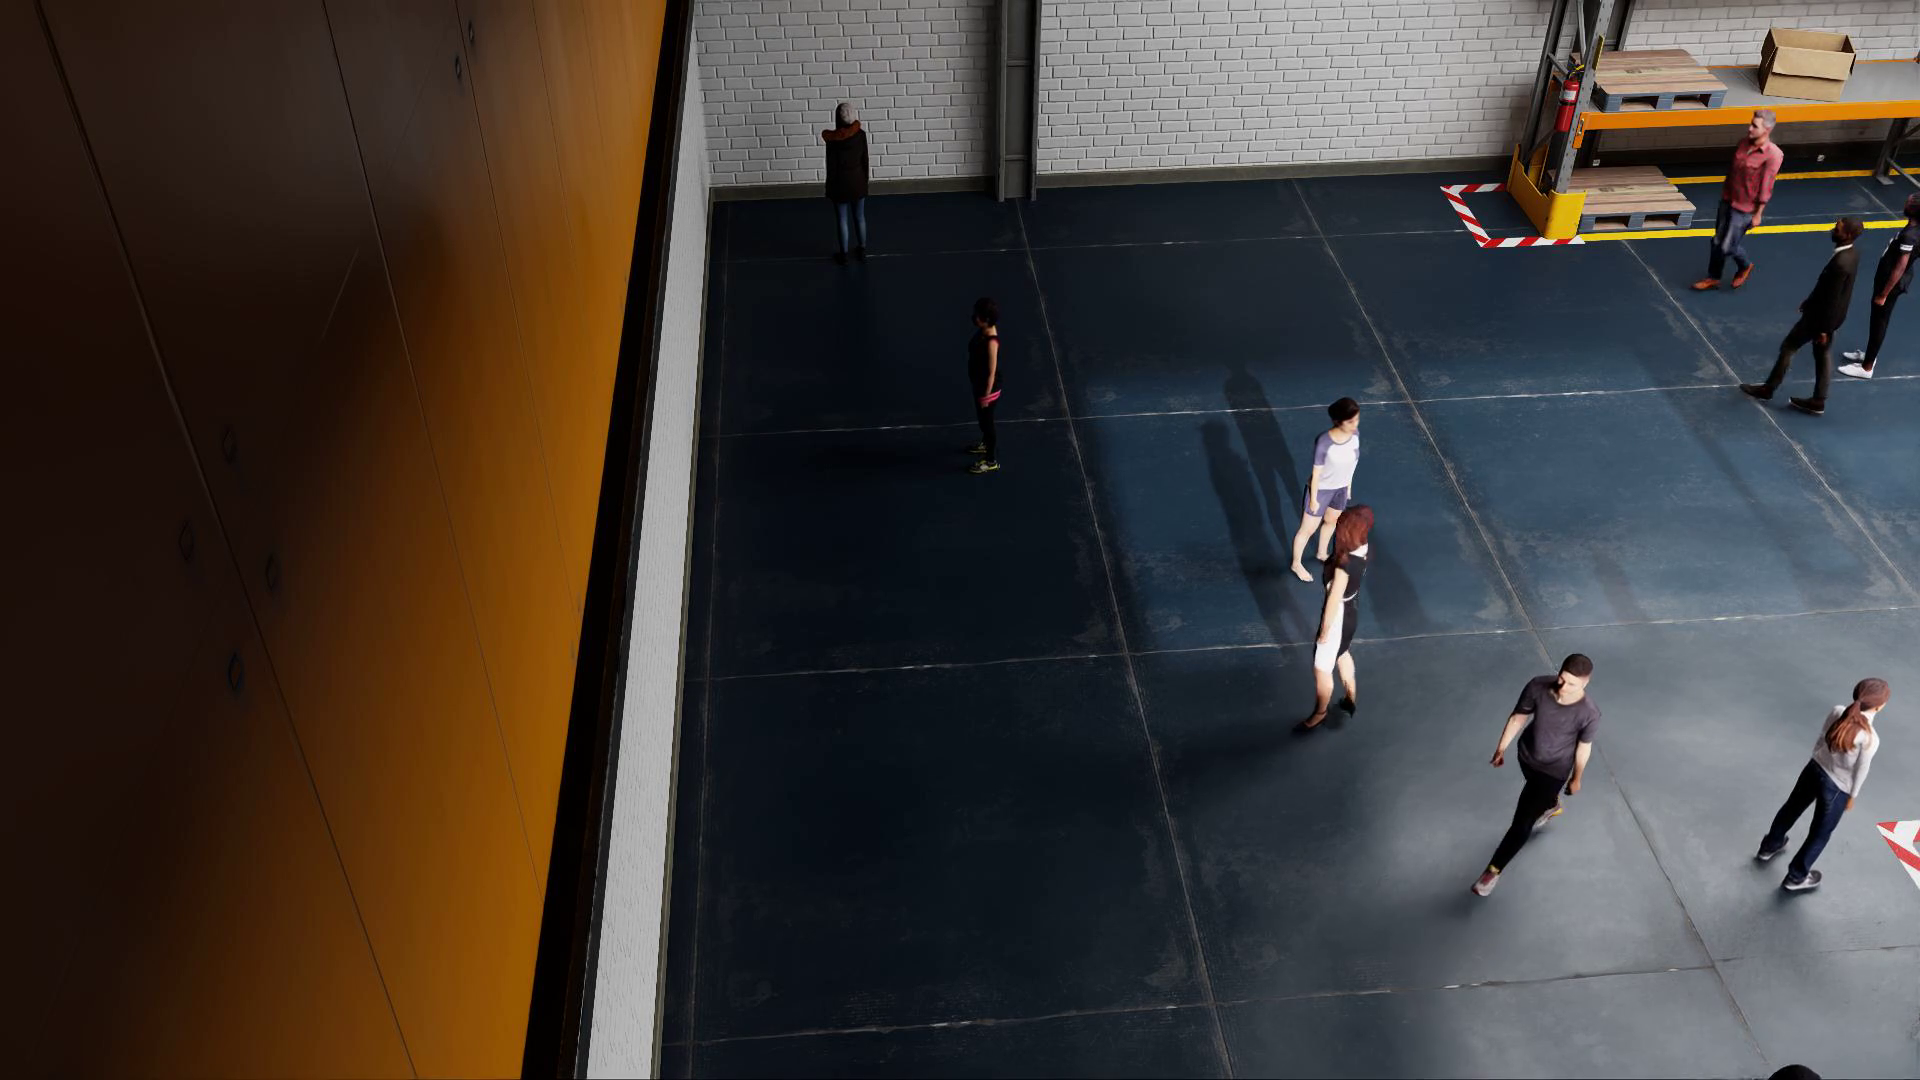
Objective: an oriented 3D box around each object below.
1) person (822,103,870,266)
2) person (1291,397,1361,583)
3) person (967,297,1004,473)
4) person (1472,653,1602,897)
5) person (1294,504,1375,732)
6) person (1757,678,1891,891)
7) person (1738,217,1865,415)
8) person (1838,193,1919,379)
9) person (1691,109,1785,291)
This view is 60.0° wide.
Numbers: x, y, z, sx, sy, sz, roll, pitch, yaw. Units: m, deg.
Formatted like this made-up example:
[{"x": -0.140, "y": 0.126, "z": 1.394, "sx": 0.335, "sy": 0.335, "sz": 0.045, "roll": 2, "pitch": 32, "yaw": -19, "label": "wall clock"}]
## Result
[{"x": -1.079, "y": -3.425, "z": 15.952, "sx": 0.675, "sy": 1.634, "sz": 0.782, "roll": -18, "pitch": 42, "yaw": -21, "label": "person"}, {"x": 2.705, "y": -0.399, "z": 12.221, "sx": 0.603, "sy": 1.562, "sz": 0.705, "roll": -22, "pitch": 43, "yaw": -25, "label": "person"}, {"x": 0.216, "y": -1.266, "z": 13.314, "sx": 0.512, "sy": 1.554, "sz": 0.543, "roll": -4, "pitch": 39, "yaw": -5, "label": "person"}, {"x": 3.550, "y": 1.299, "z": 9.976, "sx": 1.294, "sy": 1.711, "sz": 1.138, "roll": -28, "pitch": 46, "yaw": -30, "label": "person"}, {"x": 2.443, "y": 0.576, "z": 10.832, "sx": 0.783, "sy": 1.774, "sz": 0.751, "roll": 11, "pitch": 40, "yaw": 13, "label": "person"}, {"x": 5.180, "y": 1.433, "z": 9.938, "sx": 0.599, "sy": 1.549, "sz": 0.612, "roll": -12, "pitch": 40, "yaw": -15, "label": "person"}, {"x": 7.285, "y": -1.827, "z": 13.838, "sx": 1.051, "sy": 1.776, "sz": 0.981, "roll": 27, "pitch": 46, "yaw": 30, "label": "person"}, {"x": 8.034, "y": -2.206, "z": 14.349, "sx": 0.747, "sy": 1.731, "sz": 0.699, "roll": 24, "pitch": 44, "yaw": 27, "label": "person"}, {"x": 7.318, "y": -3.123, "z": 15.432, "sx": 0.835, "sy": 1.812, "sz": 0.788, "roll": -12, "pitch": 40, "yaw": -14, "label": "person"}]
